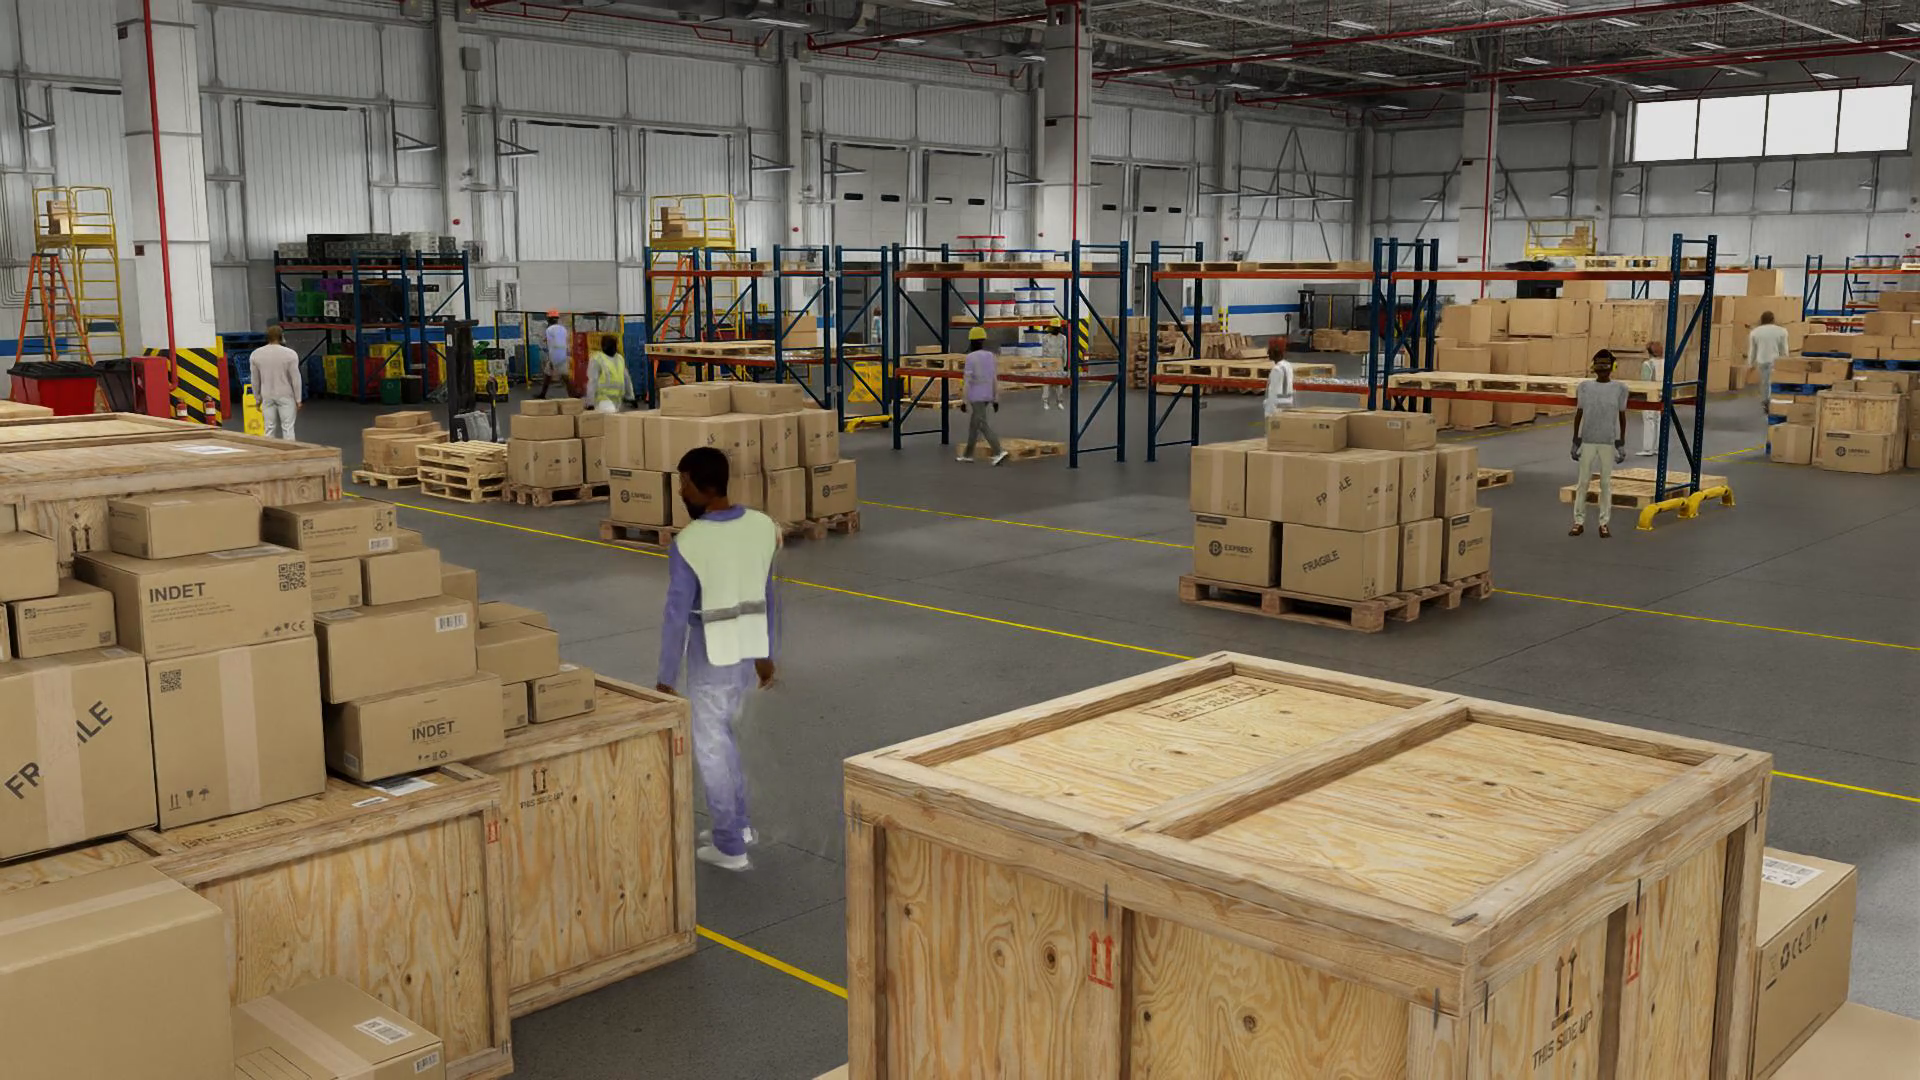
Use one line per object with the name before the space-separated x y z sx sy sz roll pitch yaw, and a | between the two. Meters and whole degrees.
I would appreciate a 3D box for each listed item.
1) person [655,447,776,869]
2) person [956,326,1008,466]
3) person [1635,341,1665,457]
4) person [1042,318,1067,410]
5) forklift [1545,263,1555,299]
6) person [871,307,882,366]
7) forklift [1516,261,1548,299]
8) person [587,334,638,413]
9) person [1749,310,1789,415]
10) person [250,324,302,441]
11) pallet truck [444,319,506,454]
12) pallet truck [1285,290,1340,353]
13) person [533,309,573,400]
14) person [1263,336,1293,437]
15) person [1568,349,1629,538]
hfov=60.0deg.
person | -1.126 0.518 7.384 0.600 1.888 0.620 7 11 36
person | 0.314 -1.953 22.582 0.962 1.890 0.595 8 12 40
person | 9.830 -2.001 23.606 0.521 1.639 0.311 -5 11 -30
person | 1.784 -3.320 31.416 0.482 1.735 0.346 -2 9 -11
forklift | 16.115 -6.271 45.992 1.873 2.768 1.129 3 10 17
person | -2.220 -5.405 44.519 0.313 1.633 0.518 -2 9 -11
forklift | 12.924 -4.937 37.813 1.873 2.768 1.129 9 13 43
person | -4.691 -1.877 22.394 0.964 1.790 0.633 4 10 24
person | 14.658 -3.209 30.176 0.660 1.912 0.626 7 11 36
person | -8.881 -1.830 21.650 0.635 1.935 0.350 0 9 0
pallet truck | -6.981 -1.942 22.150 1.885 1.965 0.823 1 9 9
pallet truck | 11.297 -6.951 52.861 1.885 1.965 0.823 -5 11 -29
person | -7.850 -3.525 32.214 1.032 1.868 0.542 7 11 36
person | 3.798 -1.485 19.758 0.766 1.866 0.595 4 10 23
person | 6.322 -0.951 16.462 0.520 1.874 0.327 4 10 24
